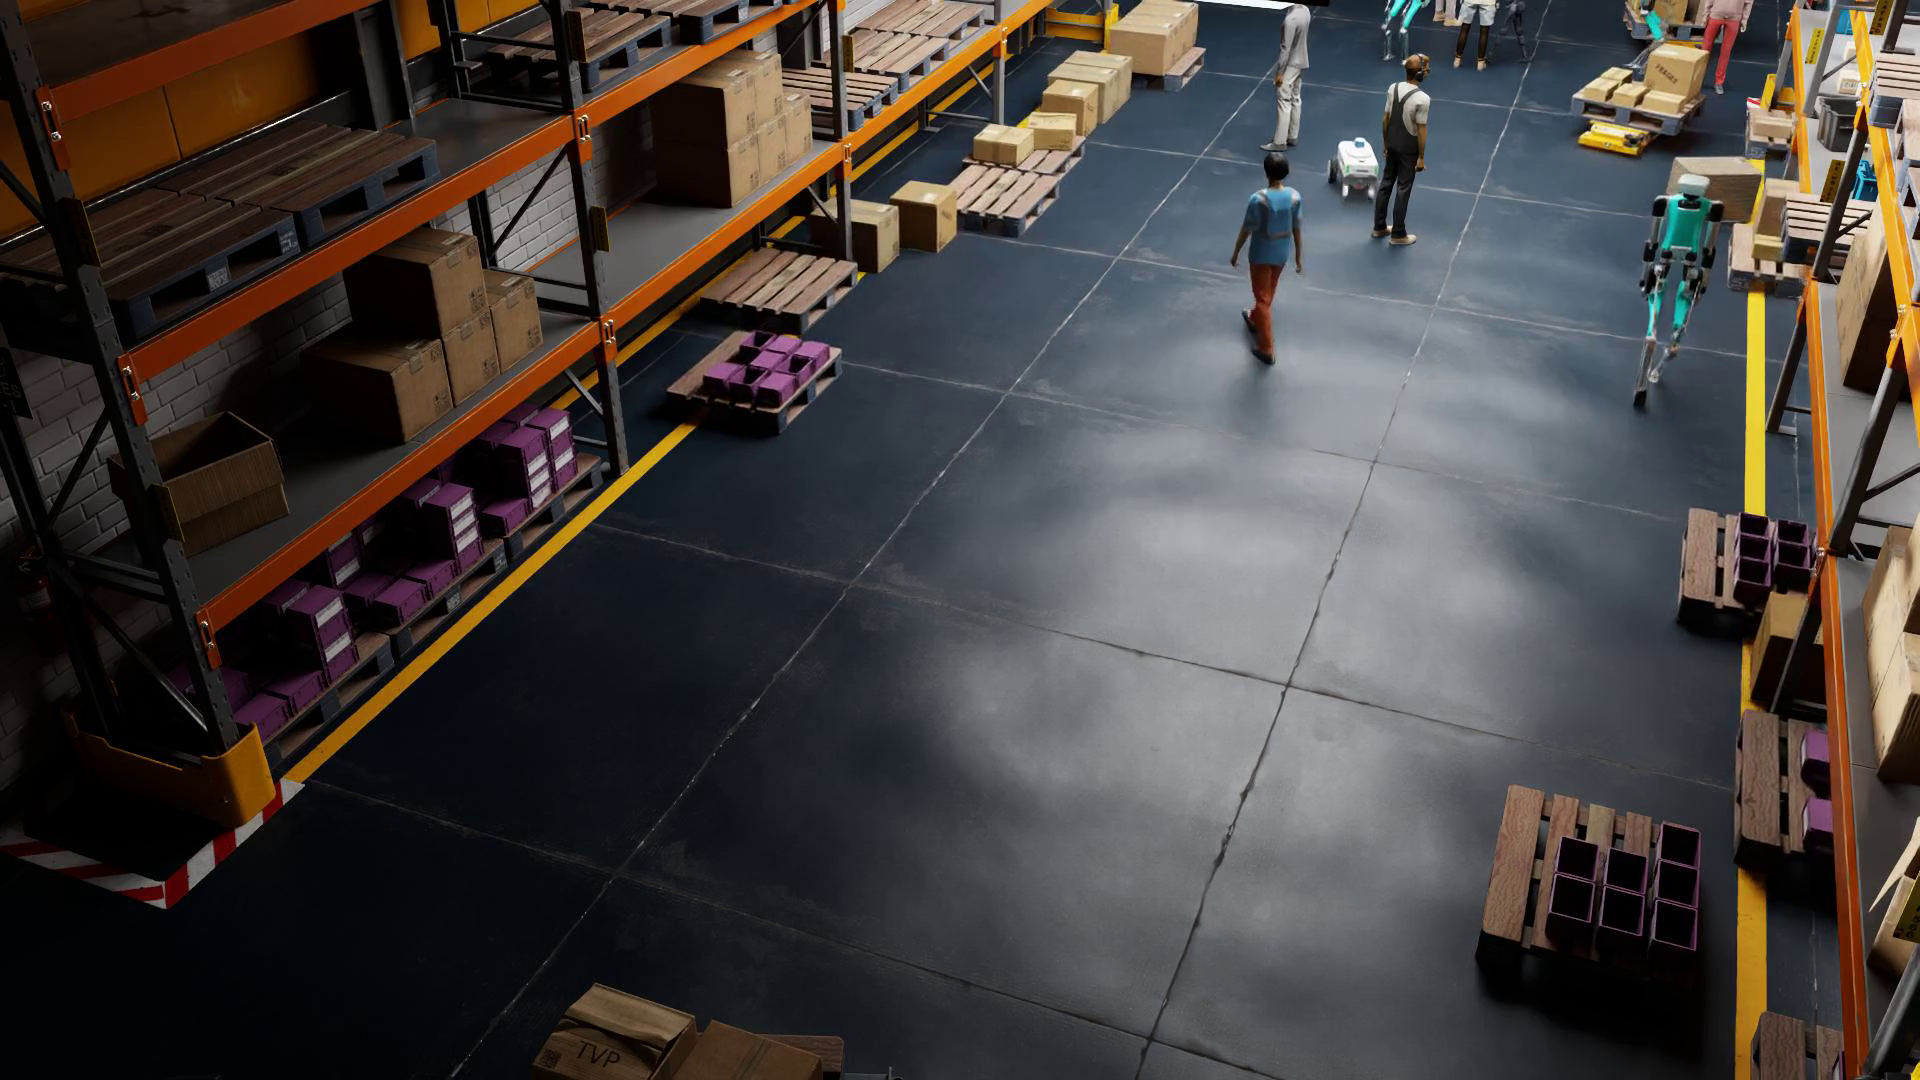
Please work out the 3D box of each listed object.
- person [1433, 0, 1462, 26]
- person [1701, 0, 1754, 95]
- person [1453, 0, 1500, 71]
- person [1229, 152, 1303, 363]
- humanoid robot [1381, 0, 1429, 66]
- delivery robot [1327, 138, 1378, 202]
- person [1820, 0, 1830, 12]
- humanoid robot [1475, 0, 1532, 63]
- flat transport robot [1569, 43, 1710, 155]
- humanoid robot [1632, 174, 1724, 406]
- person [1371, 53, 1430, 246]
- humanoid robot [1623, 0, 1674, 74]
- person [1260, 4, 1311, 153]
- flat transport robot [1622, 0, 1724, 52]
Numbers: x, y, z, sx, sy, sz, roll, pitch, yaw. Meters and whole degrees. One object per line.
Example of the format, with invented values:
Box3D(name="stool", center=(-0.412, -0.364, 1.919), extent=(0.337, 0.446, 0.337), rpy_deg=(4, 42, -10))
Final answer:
Box3D(name="person", center=(6.660, -7.829, 22.316), extent=(0.305, 1.780, 0.462), rpy_deg=(-11, 34, -16))
Box3D(name="person", center=(9.122, -6.207, 19.825), extent=(0.522, 1.760, 0.321), rpy_deg=(11, 34, 16))
Box3D(name="person", center=(6.462, -6.703, 20.657), extent=(0.530, 1.690, 0.322), rpy_deg=(16, 36, 23))
Box3D(name="person", center=(2.567, -2.431, 14.013), extent=(0.549, 1.724, 0.899), rpy_deg=(-9, 34, -14))
Box3D(name="humanoid robot", center=(5.578, -6.830, 20.784), extent=(0.530, 1.744, 0.728), rpy_deg=(26, 41, 34))
Box3D(name="delivery robot", center=(4.138, -3.904, 17.354), extent=(0.499, 0.577, 0.757), rpy_deg=(2, 33, 3))
Box3D(name="person", center=(10.974, -6.735, 20.570), extent=(0.581, 1.850, 0.400), rpy_deg=(11, 34, 16))
Box3D(name="humanoid robot", center=(6.951, -6.805, 20.853), extent=(0.728, 1.624, 0.610), rpy_deg=(8, 34, 12))
Box3D(name="flat transport robot", center=(7.610, -4.700, 18.865), extent=(0.659, 0.231, 1.431), rpy_deg=(23, 39, 31))
Box3D(name="humanoid robot", center=(5.660, -1.926, 13.260), extent=(0.558, 1.796, 0.910), rpy_deg=(12, 35, 18))
Box3D(name="person", center=(4.249, -3.731, 15.913), extent=(0.333, 1.844, 0.514), rpy_deg=(-19, 38, -27))
Box3D(name="humanoid robot", center=(8.621, -6.615, 20.488), extent=(0.622, 1.817, 0.530), rpy_deg=(9, 34, 14))
Box3D(name="person", center=(3.603, -5.157, 18.082), extent=(0.404, 1.892, 0.536), rpy_deg=(20, 38, 28))
Box3D(name="flat transport robot", center=(9.329, -6.578, 21.773), extent=(0.659, 0.231, 1.431), rpy_deg=(6, 33, 9))
